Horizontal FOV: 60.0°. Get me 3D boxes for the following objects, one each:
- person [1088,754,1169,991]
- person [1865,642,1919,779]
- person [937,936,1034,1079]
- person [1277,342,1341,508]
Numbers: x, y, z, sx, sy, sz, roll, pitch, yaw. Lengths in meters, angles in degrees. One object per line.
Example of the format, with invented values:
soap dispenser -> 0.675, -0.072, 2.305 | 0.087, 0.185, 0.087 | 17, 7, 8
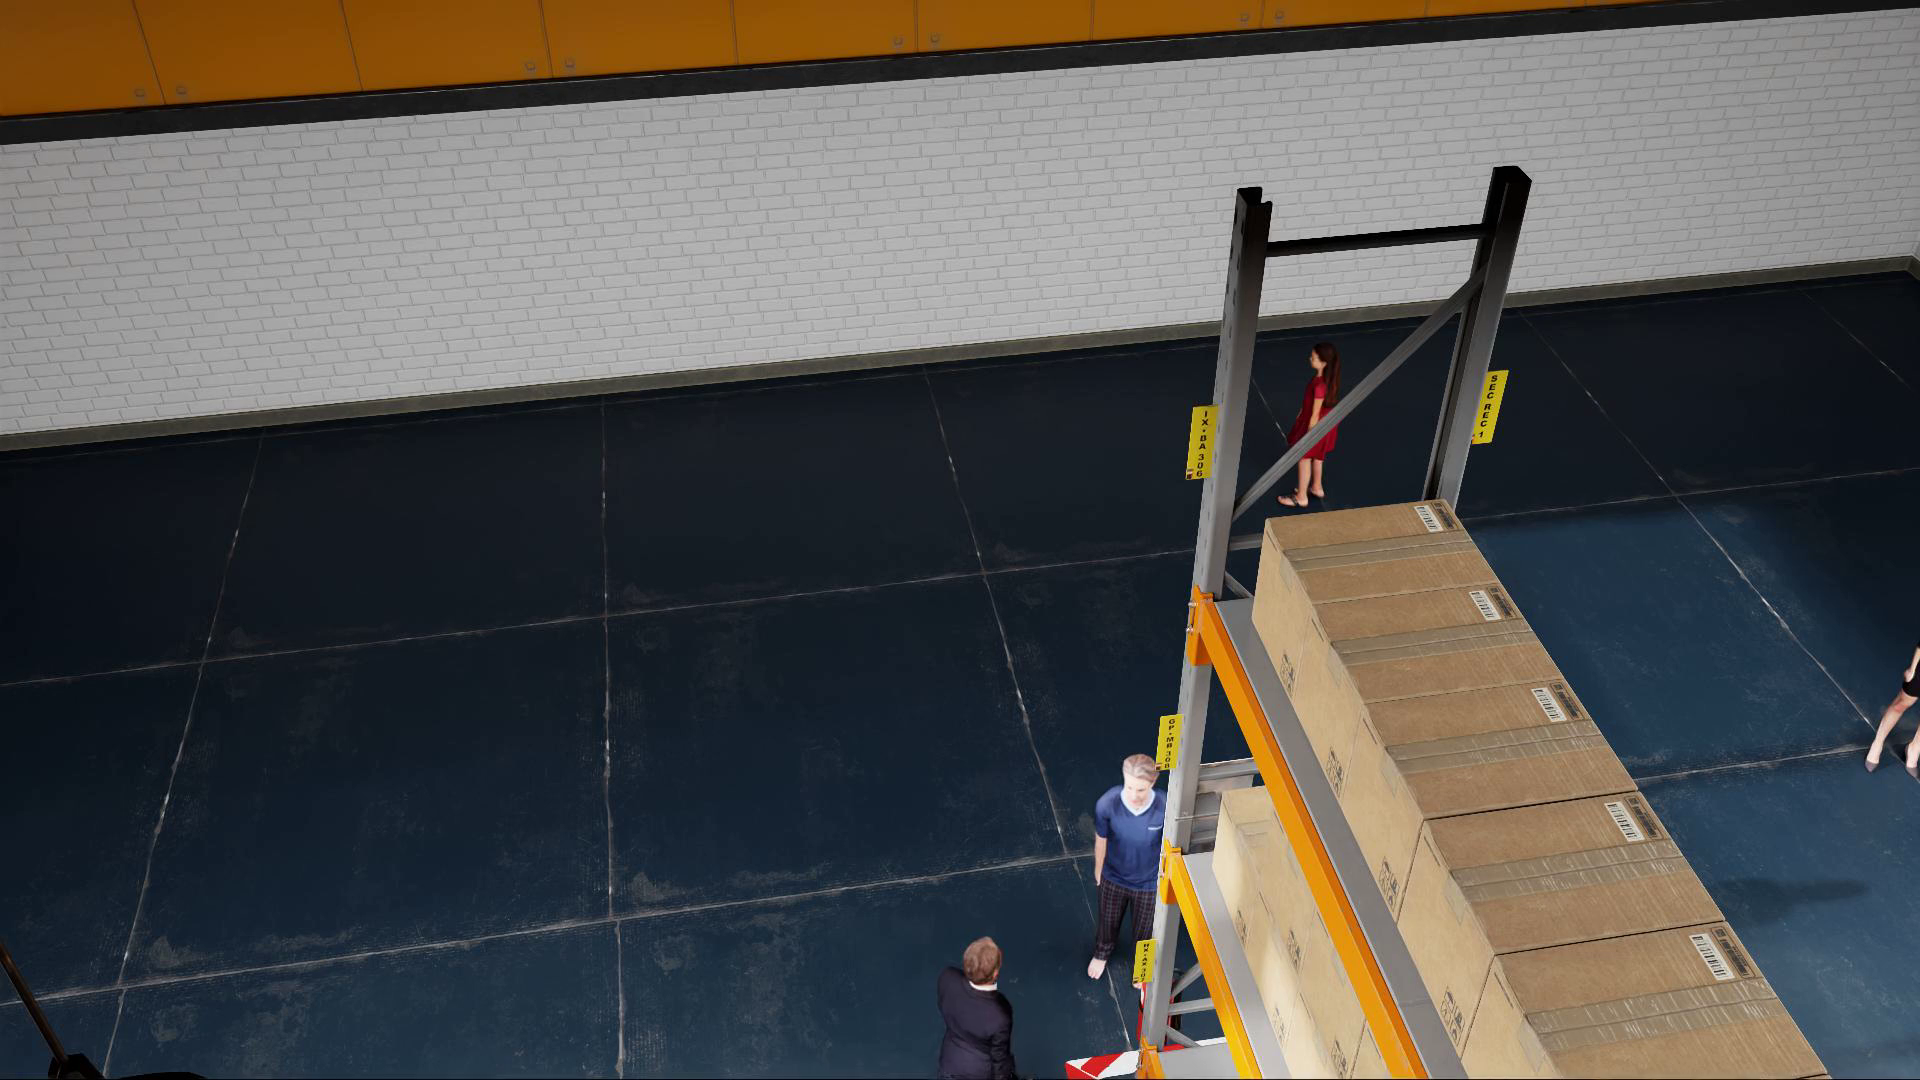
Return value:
person -> 1.016, 1.938, 9.777 | 0.720, 1.868, 0.672 | 7, 39, 9
person -> 6.575, 0.884, 11.147 | 0.653, 1.804, 0.632 | 9, 39, 11
person -> 0.017, 2.768, 8.810 | 1.201, 1.778, 1.242 | 26, 45, 28
person -> 2.965, -0.963, 13.666 | 0.738, 1.548, 0.680 | 15, 41, 17
